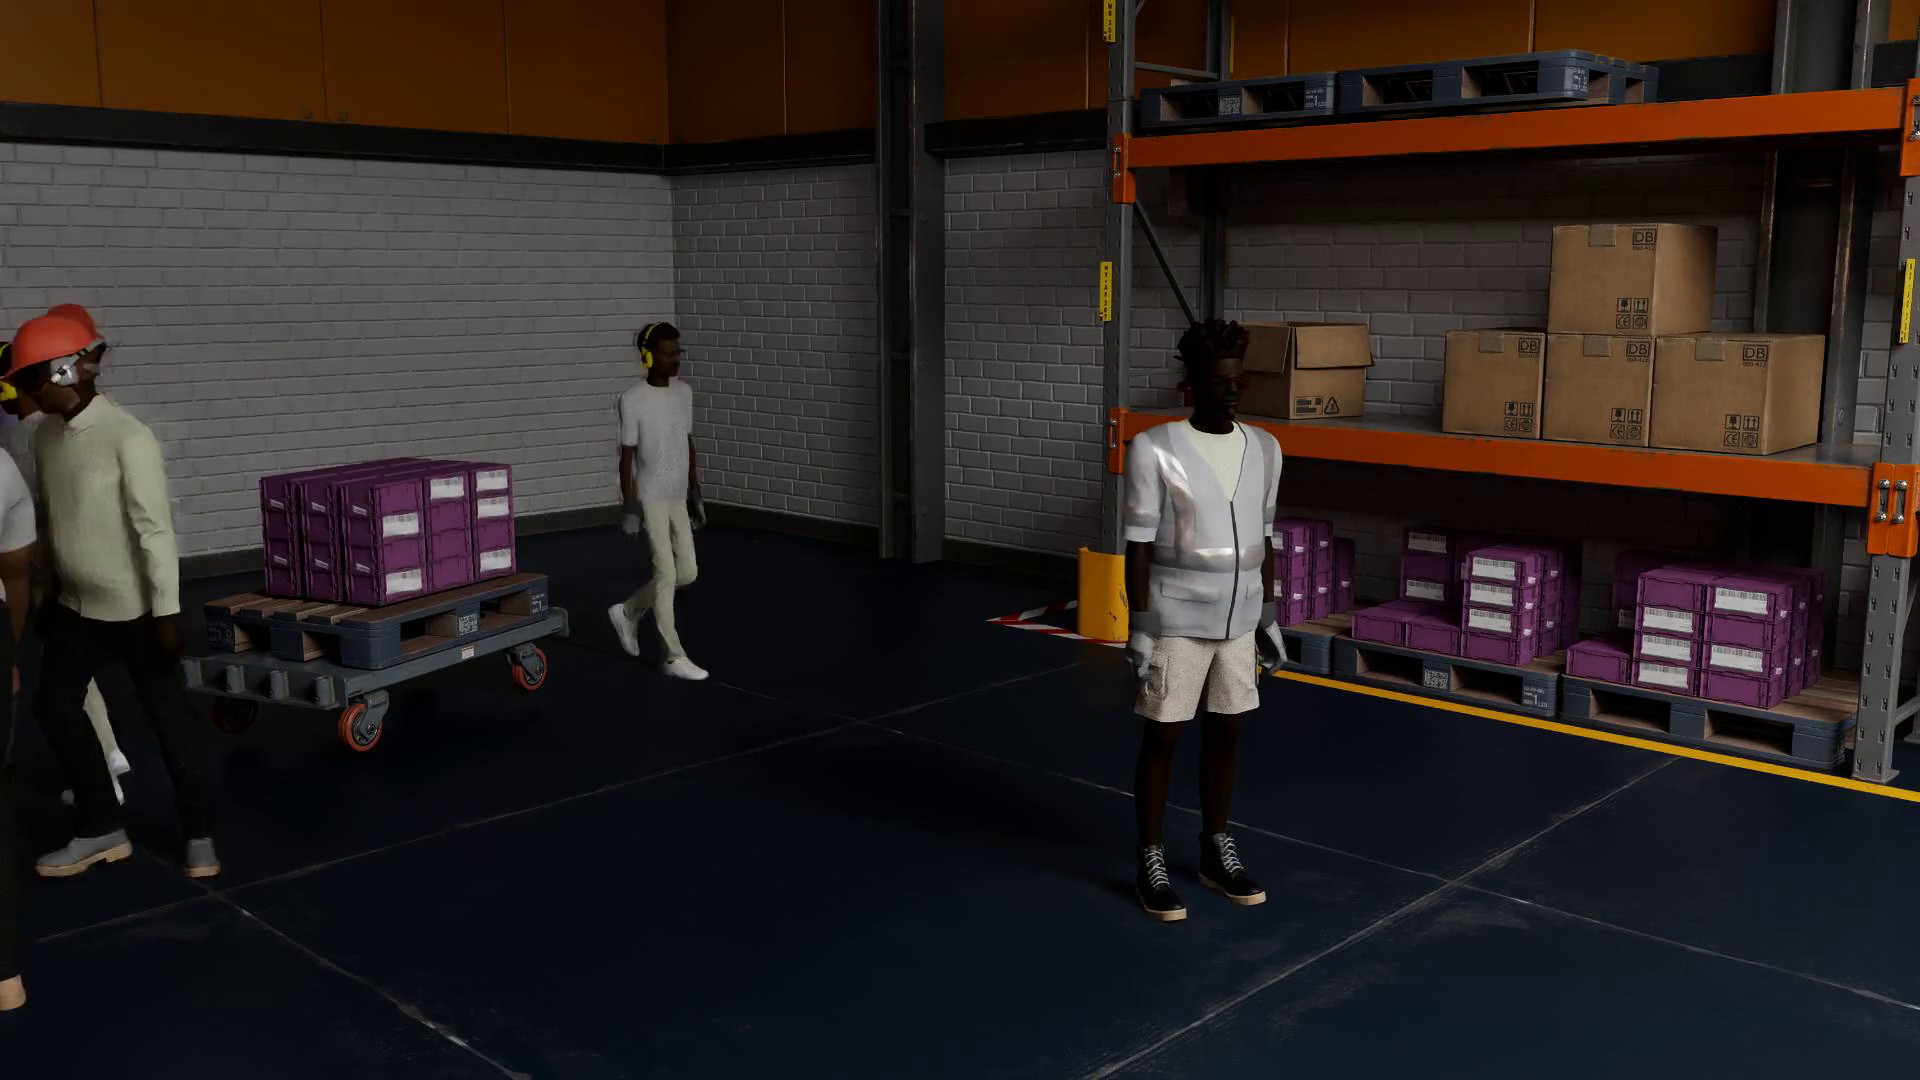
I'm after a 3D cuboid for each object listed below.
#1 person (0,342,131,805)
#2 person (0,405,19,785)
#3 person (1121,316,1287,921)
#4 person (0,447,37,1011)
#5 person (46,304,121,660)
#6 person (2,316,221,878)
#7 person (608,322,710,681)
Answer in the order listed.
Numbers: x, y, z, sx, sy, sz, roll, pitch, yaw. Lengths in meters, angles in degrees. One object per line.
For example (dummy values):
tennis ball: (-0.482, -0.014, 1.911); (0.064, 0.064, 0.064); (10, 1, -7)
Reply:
person: (-3.518, 0.152, 6.467); (0.480, 1.843, 0.540); (3, 10, 18)
person: (-4.069, 0.071, 6.756); (0.490, 1.925, 0.677); (8, 12, 41)
person: (0.806, 0.254, 5.478); (0.600, 1.967, 0.367); (-4, 10, -25)
person: (-3.090, 0.332, 4.774); (0.869, 2.000, 0.708); (7, 11, 35)
person: (-4.814, -0.307, 9.055); (0.388, 1.930, 0.575); (-8, 12, -41)
person: (-2.963, 0.217, 5.735); (0.712, 1.955, 0.559); (5, 10, 26)
person: (-1.578, -0.206, 8.654); (0.631, 1.856, 0.536); (6, 11, 32)
